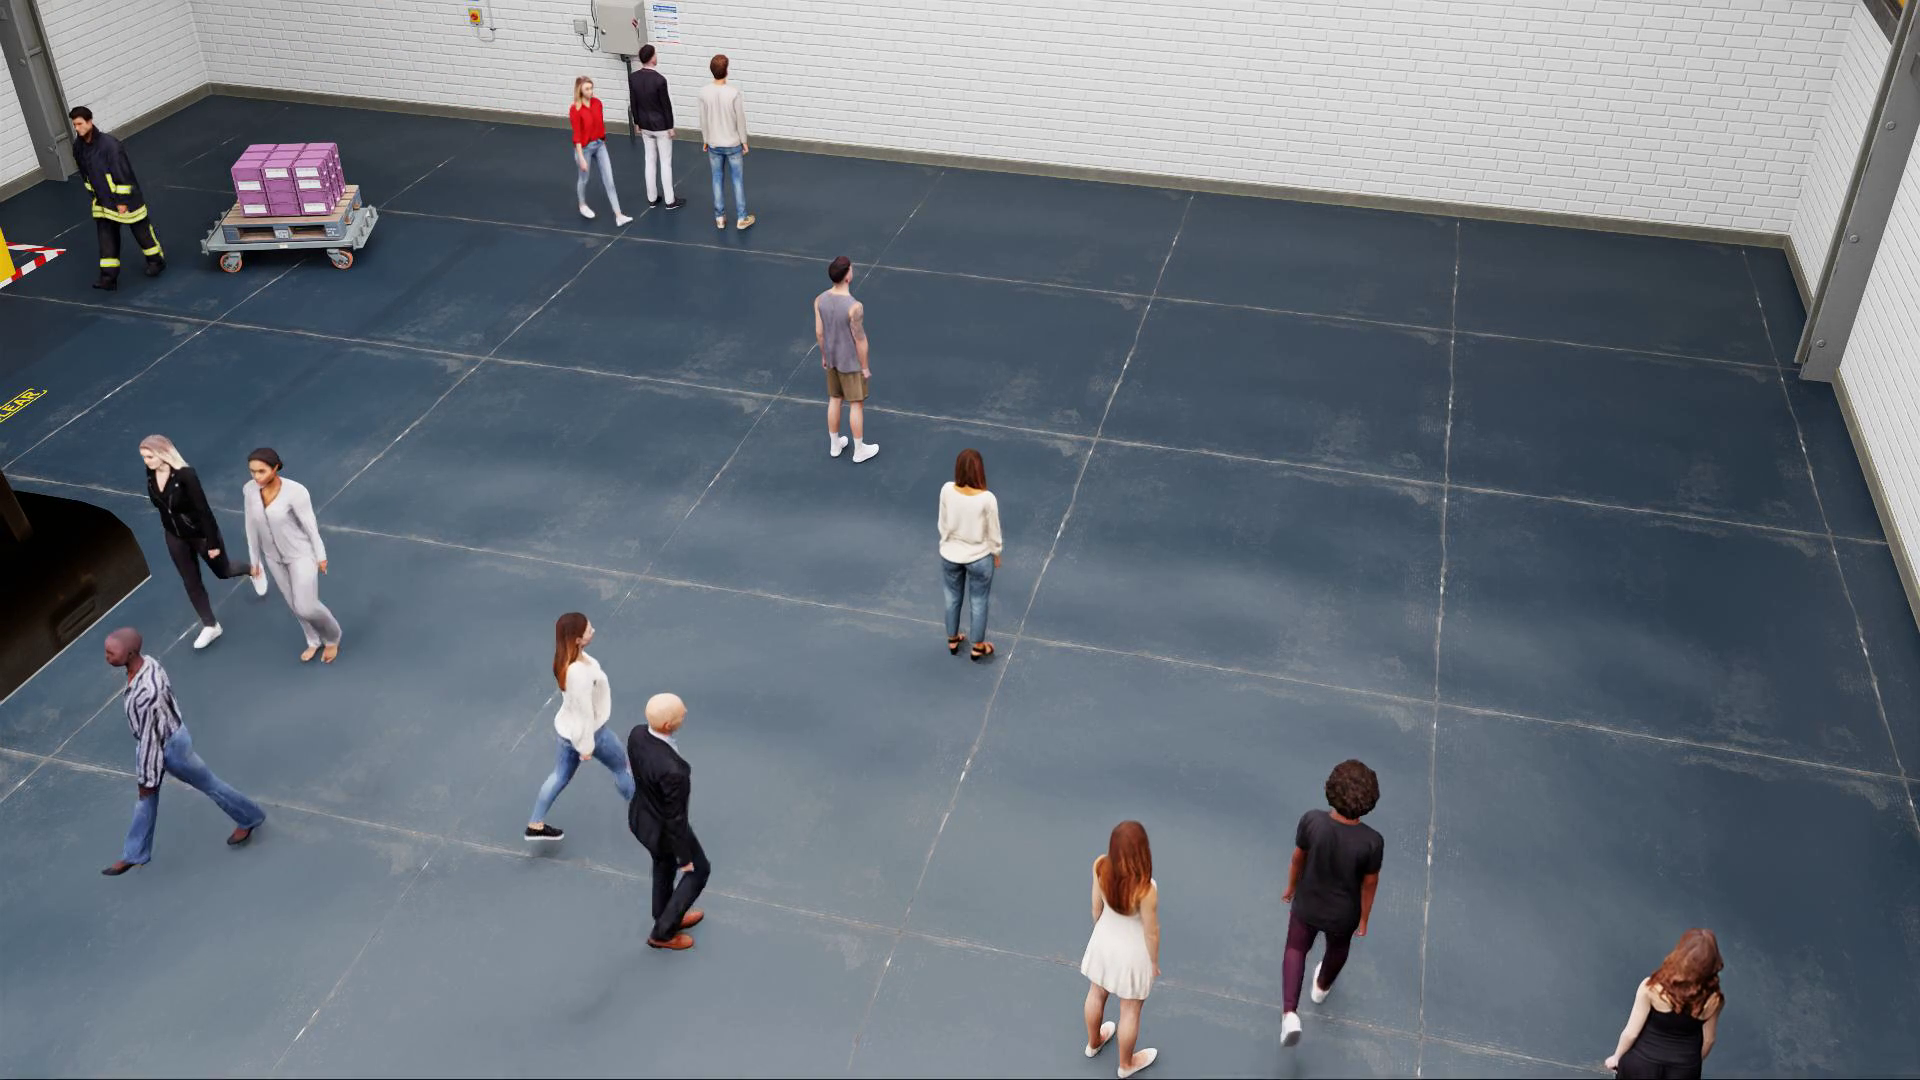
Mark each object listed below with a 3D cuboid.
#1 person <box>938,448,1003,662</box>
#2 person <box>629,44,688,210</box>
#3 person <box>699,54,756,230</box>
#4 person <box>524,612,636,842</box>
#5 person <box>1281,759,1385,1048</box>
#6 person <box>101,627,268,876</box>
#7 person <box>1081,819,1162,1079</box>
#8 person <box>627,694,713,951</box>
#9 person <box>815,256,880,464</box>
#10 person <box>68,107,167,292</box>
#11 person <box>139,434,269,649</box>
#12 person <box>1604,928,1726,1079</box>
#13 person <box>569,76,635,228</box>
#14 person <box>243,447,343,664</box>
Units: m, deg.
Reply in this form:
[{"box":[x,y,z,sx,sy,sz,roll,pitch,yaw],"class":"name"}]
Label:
[{"box":[0.054,0.107,11.637,0.650,1.679,0.587,14,36,20],"class":"person"},{"box":[-3.420,-4.616,18.594,0.694,1.844,0.616,15,36,21],"class":"person"},{"box":[-2.561,-4.322,18.099,0.687,1.902,0.585,5,34,7],"class":"person"},{"box":[-2.361,1.178,10.048,1.168,1.655,1.103,-17,37,-24],"class":"person"},{"box":[1.933,1.937,8.806,0.646,1.765,0.990,10,35,15],"class":"person"},{"box":[-4.599,1.234,9.888,1.259,1.738,1.106,-23,40,-31],"class":"person"},{"box":[0.837,2.102,8.604,0.640,1.714,0.658,26,42,34],"class":"person"},{"box":[-1.718,1.622,9.262,0.890,1.784,0.858,-25,41,-32],"class":"person"},{"box":[-0.965,-1.515,13.903,0.686,1.846,0.663,17,37,24],"class":"person"},{"box":[-8.524,-3.520,16.920,0.893,1.871,1.210,3,34,5],"class":"person"},{"box":[-5.431,-0.073,11.924,0.636,1.661,1.008,5,34,8],"class":"person"},{"box":[3.349,2.514,7.954,0.595,1.747,0.531,6,34,9],"class":"person"},{"box":[-4.095,-4.250,18.217,1.049,1.651,1.163,27,42,34],"class":"person"},{"box":[-4.660,0.051,11.681,0.619,1.723,0.586,8,34,12],"class":"person"}]
